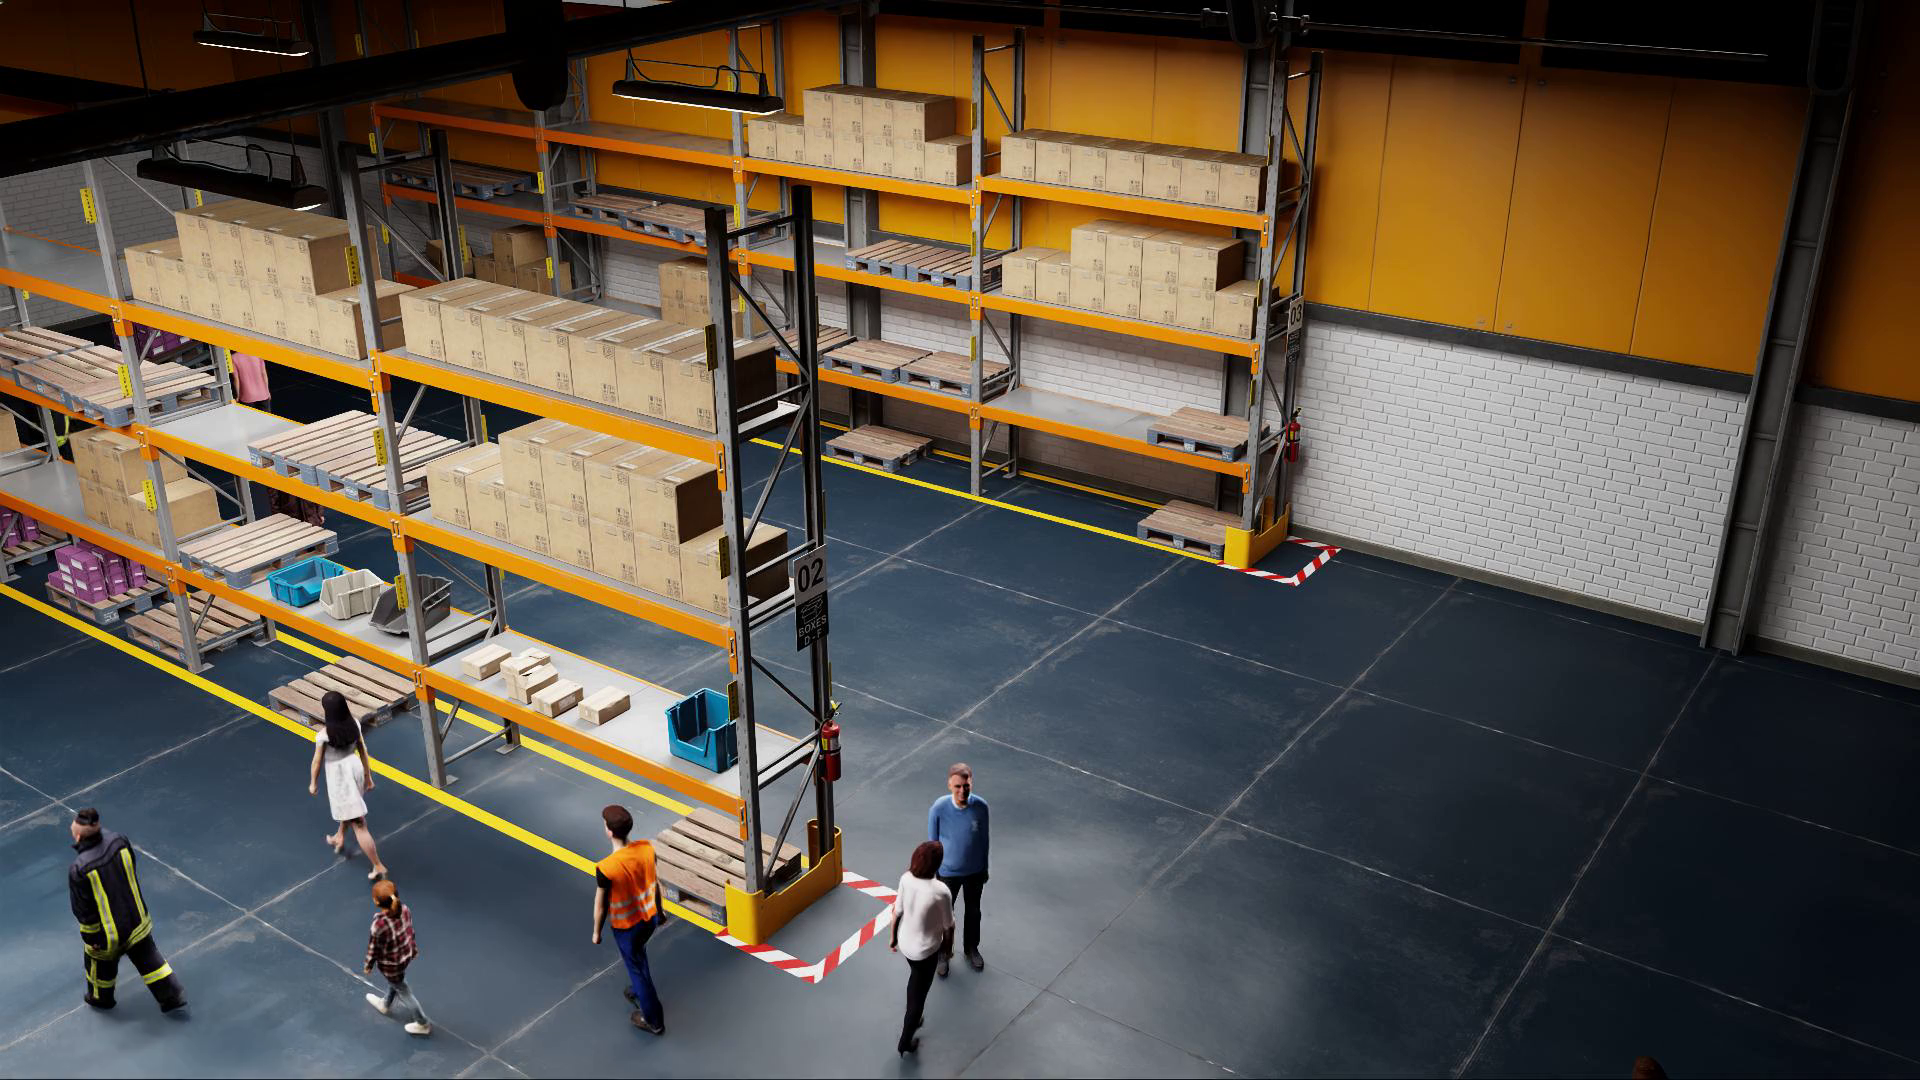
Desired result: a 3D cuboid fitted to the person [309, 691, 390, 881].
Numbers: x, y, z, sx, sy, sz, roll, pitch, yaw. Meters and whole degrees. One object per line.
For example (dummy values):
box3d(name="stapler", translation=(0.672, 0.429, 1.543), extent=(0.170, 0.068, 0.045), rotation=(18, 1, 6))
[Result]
box3d(name="person", translation=(-5.128, 2.128, 14.071), extent=(1.086, 1.733, 0.607), rotation=(15, 28, 31))

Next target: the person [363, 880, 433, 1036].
box3d(name="person", translation=(-4.147, 3.132, 12.350), extent=(0.922, 1.272, 0.651), rotation=(10, 25, 21))

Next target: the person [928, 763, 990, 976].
box3d(name="person", translation=(-0.006, 2.538, 13.025), extent=(0.741, 1.820, 0.786), rotation=(-6, 24, -13))

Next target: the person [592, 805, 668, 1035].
box3d(name="person", translation=(-2.347, 2.840, 12.278), extent=(0.804, 1.864, 0.725), rotation=(18, 29, 35))

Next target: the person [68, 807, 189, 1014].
box3d(name="person", translation=(-6.259, 2.794, 12.408), extent=(1.146, 1.844, 0.828), rotation=(12, 26, 25))

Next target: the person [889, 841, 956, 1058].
box3d(name="person", translation=(-0.342, 3.018, 11.998), extent=(0.590, 1.763, 0.681), rotation=(14, 27, 28))
